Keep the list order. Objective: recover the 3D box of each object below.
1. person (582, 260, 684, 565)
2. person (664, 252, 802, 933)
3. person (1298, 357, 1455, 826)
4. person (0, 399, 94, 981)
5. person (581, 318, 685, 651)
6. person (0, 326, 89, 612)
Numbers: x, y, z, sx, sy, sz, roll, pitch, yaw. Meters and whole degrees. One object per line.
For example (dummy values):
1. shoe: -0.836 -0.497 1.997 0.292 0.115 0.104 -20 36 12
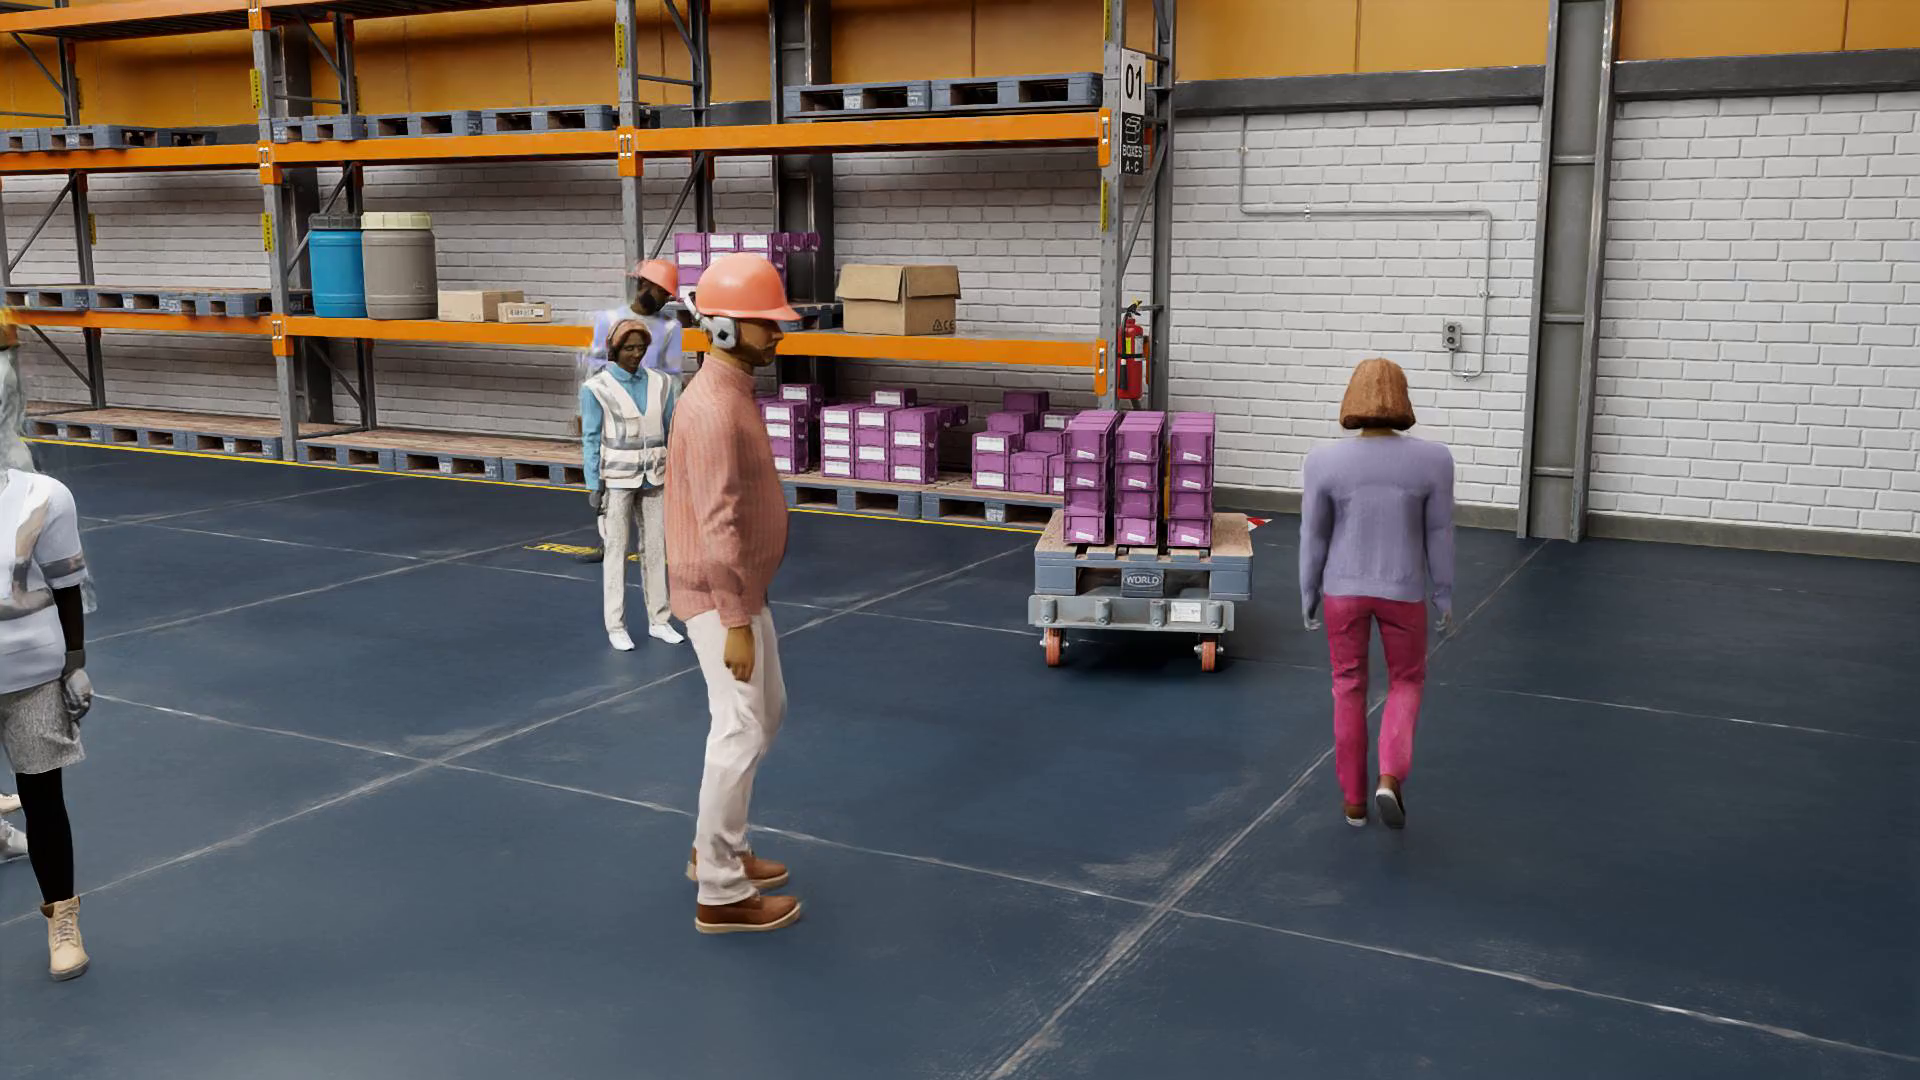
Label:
1. person: -2.046 -0.773 10.261 0.695 1.890 0.374 -3 11 -18
2. person: -0.654 0.160 4.874 0.407 1.977 0.632 -1 10 -4
3. person: 1.402 0.197 5.622 0.525 1.620 0.421 3 11 13
4. person: -2.615 0.376 4.453 0.542 1.695 0.316 -5 11 -25
5. person: -1.614 -0.272 8.184 0.528 1.630 0.322 -9 14 -41
6. person: -5.039 -0.385 8.619 0.880 1.695 0.502 -9 14 -40
